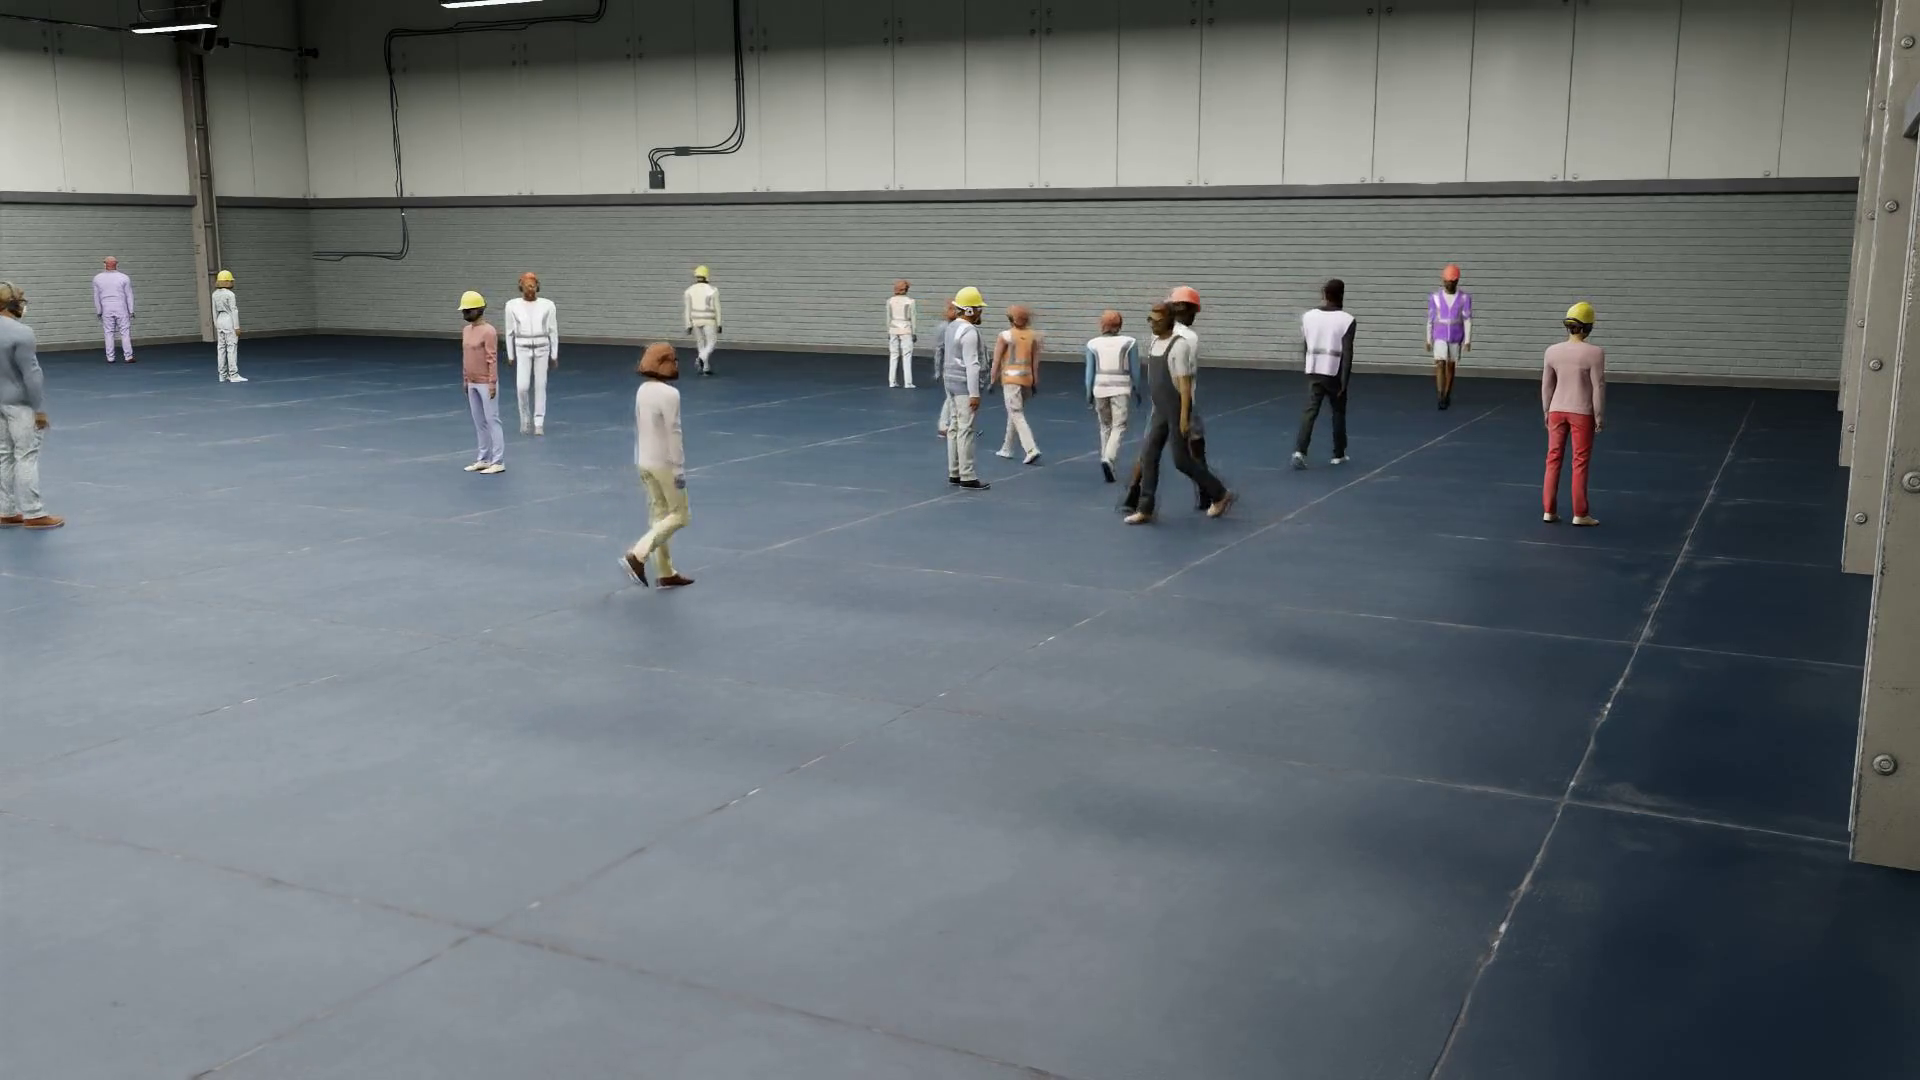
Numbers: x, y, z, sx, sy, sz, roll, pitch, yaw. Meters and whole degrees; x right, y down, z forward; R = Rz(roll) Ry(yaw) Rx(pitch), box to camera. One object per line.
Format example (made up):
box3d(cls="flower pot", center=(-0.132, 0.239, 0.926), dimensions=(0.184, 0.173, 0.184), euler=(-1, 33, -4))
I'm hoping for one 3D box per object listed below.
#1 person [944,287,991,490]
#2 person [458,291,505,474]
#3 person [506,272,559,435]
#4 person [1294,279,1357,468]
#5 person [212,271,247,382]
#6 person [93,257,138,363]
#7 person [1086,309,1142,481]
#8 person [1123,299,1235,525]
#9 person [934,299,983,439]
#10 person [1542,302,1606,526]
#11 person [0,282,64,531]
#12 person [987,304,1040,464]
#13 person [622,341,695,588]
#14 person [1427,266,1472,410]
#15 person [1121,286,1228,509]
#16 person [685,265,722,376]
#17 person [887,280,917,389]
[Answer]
box3d(cls="person", center=(0.062, -1.373, 15.093), dimensions=(0.404, 1.834, 0.591), euler=(-3, 11, -18))
box3d(cls="person", center=(-4.655, -1.518, 16.098), dimensions=(0.526, 1.761, 0.333), euler=(9, 14, 41))
box3d(cls="person", center=(-4.899, -2.124, 19.091), dimensions=(0.576, 1.867, 0.501), euler=(-3, 11, -16))
box3d(cls="person", center=(3.627, -1.651, 16.511), dimensions=(0.587, 1.882, 0.980), euler=(7, 13, 35))
box3d(cls="person", center=(-11.521, -3.361, 26.186), dimensions=(0.494, 1.743, 0.305), euler=(5, 12, 26))
box3d(cls="person", center=(-15.196, -4.123, 29.919), dimensions=(0.683, 1.905, 0.398), euler=(-2, 11, -10))
box3d(cls="person", center=(1.425, -1.377, 15.729), dimensions=(0.519, 1.608, 0.762), euler=(5, 11, 23))
box3d(cls="person", center=(1.743, -1.016, 13.254), dimensions=(0.846, 1.808, 0.559), euler=(-4, 11, -23))
box3d(cls="person", center=(0.011, -1.895, 18.611), dimensions=(0.519, 1.584, 0.877), euler=(-10, 14, -43))
box3d(cls="person", center=(4.873, -0.993, 13.207), dimensions=(0.318, 1.769, 0.522), euler=(-9, 14, -40))
box3d(cls="person", center=(-7.376, -1.038, 12.987), dimensions=(0.635, 1.936, 0.355), euler=(5, 12, 26))
box3d(cls="person", center=(0.593, -1.582, 16.869), dimensions=(0.520, 1.605, 0.827), euler=(-8, 13, -37))
box3d(cls="person", center=(-1.952, -0.466, 10.708), dimensions=(0.458, 1.619, 0.520), euler=(-7, 13, -35))
box3d(cls="person", center=(6.531, -2.702, 22.210), dimensions=(0.562, 1.889, 0.986), euler=(2, 11, 13))
box3d(cls="person", center=(1.774, -1.166, 13.857), dimensions=(0.939, 1.882, 0.541), euler=(-6, 12, -31))
box3d(cls="person", center=(-4.165, -3.539, 26.949), dimensions=(0.602, 1.817, 0.672), euler=(4, 11, 20))
box3d(cls="person", center=(-0.882, -3.091, 25.036), dimensions=(0.508, 1.631, 0.314), euler=(5, 12, 27))
